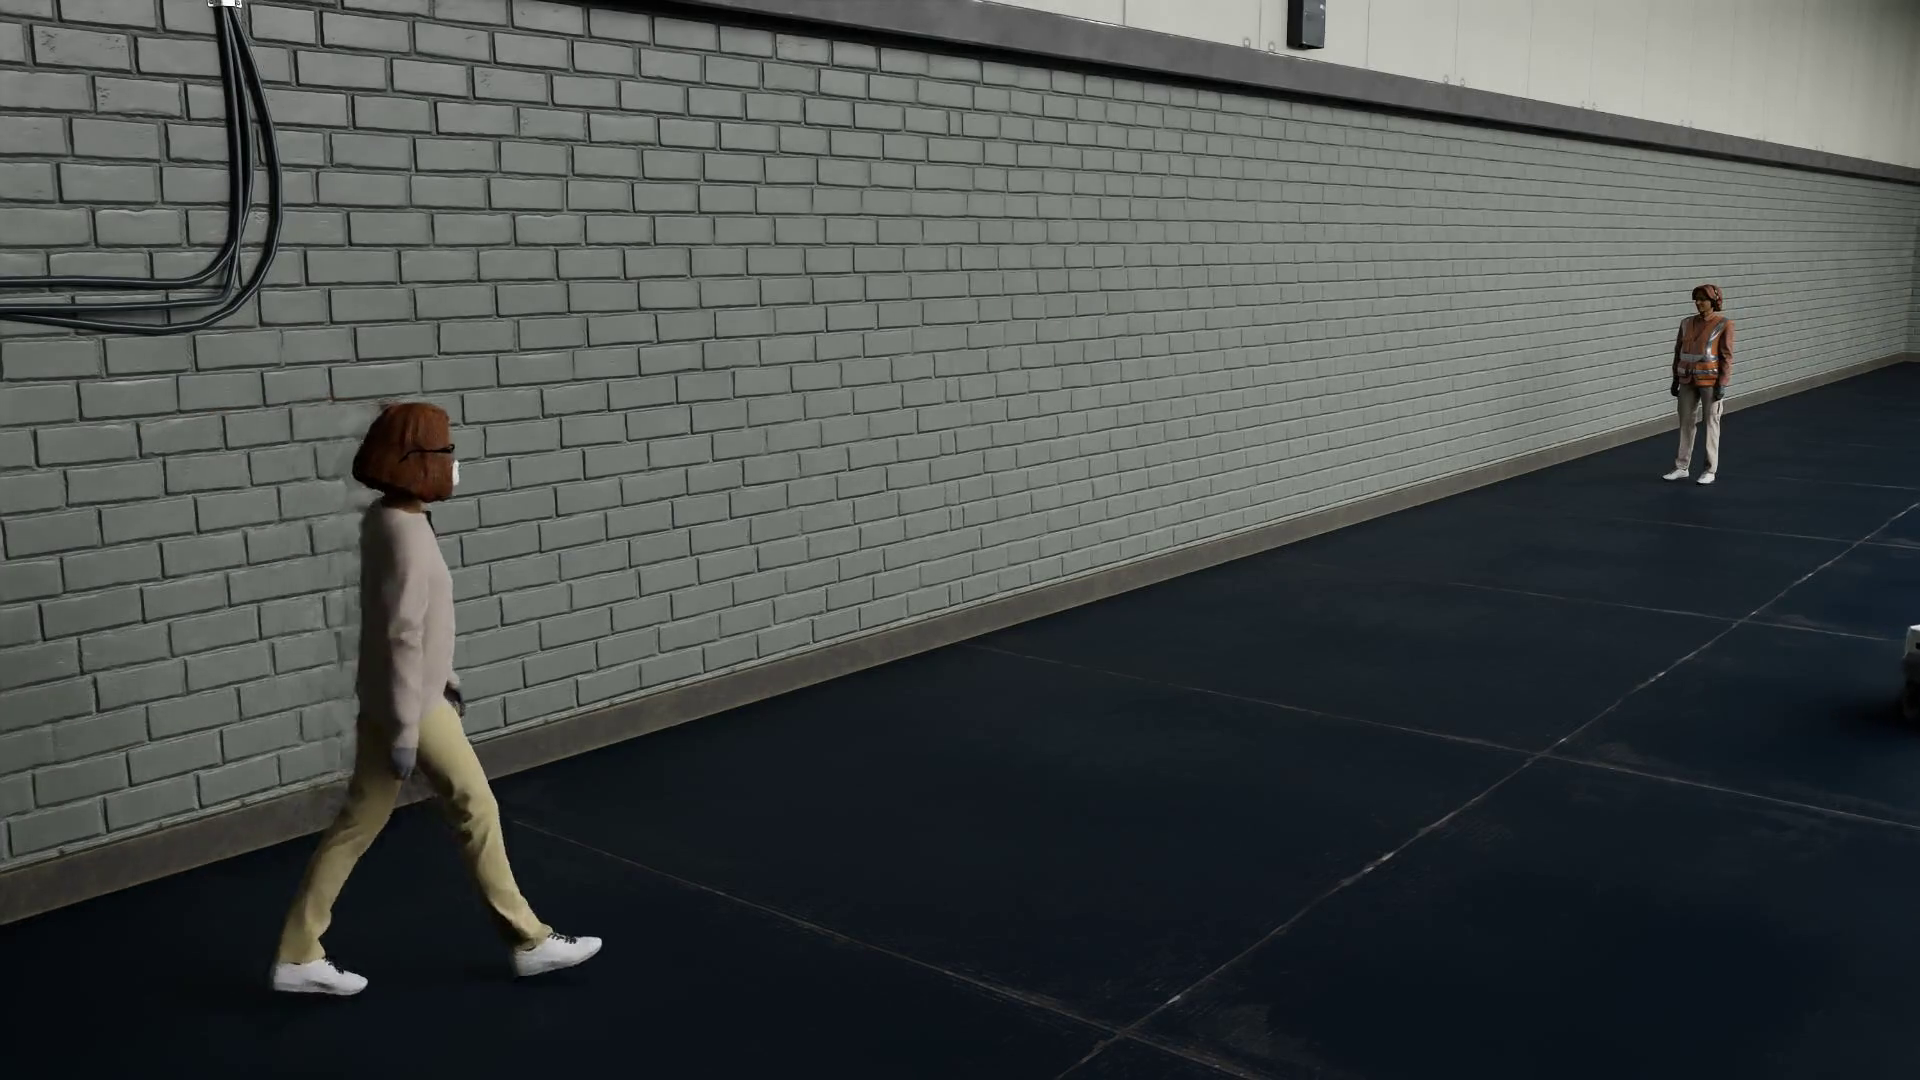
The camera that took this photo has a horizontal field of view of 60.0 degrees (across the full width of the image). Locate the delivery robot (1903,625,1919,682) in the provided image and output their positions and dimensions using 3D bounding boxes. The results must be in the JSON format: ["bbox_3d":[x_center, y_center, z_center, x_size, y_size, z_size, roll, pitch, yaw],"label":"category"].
[{"bbox_3d":[4.318,0.454,6.971,0.707,0.478,0.477,-5,11,-25],"label":"delivery robot"}]

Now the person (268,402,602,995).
[{"bbox_3d":[-1.452,0.428,4.392,0.857,1.589,0.516,-5,11,-26],"label":"person"}]

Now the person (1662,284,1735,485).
[{"bbox_3d":[6.126,-1.288,13.760,0.307,1.641,0.514,-6,12,-32],"label":"person"}]
